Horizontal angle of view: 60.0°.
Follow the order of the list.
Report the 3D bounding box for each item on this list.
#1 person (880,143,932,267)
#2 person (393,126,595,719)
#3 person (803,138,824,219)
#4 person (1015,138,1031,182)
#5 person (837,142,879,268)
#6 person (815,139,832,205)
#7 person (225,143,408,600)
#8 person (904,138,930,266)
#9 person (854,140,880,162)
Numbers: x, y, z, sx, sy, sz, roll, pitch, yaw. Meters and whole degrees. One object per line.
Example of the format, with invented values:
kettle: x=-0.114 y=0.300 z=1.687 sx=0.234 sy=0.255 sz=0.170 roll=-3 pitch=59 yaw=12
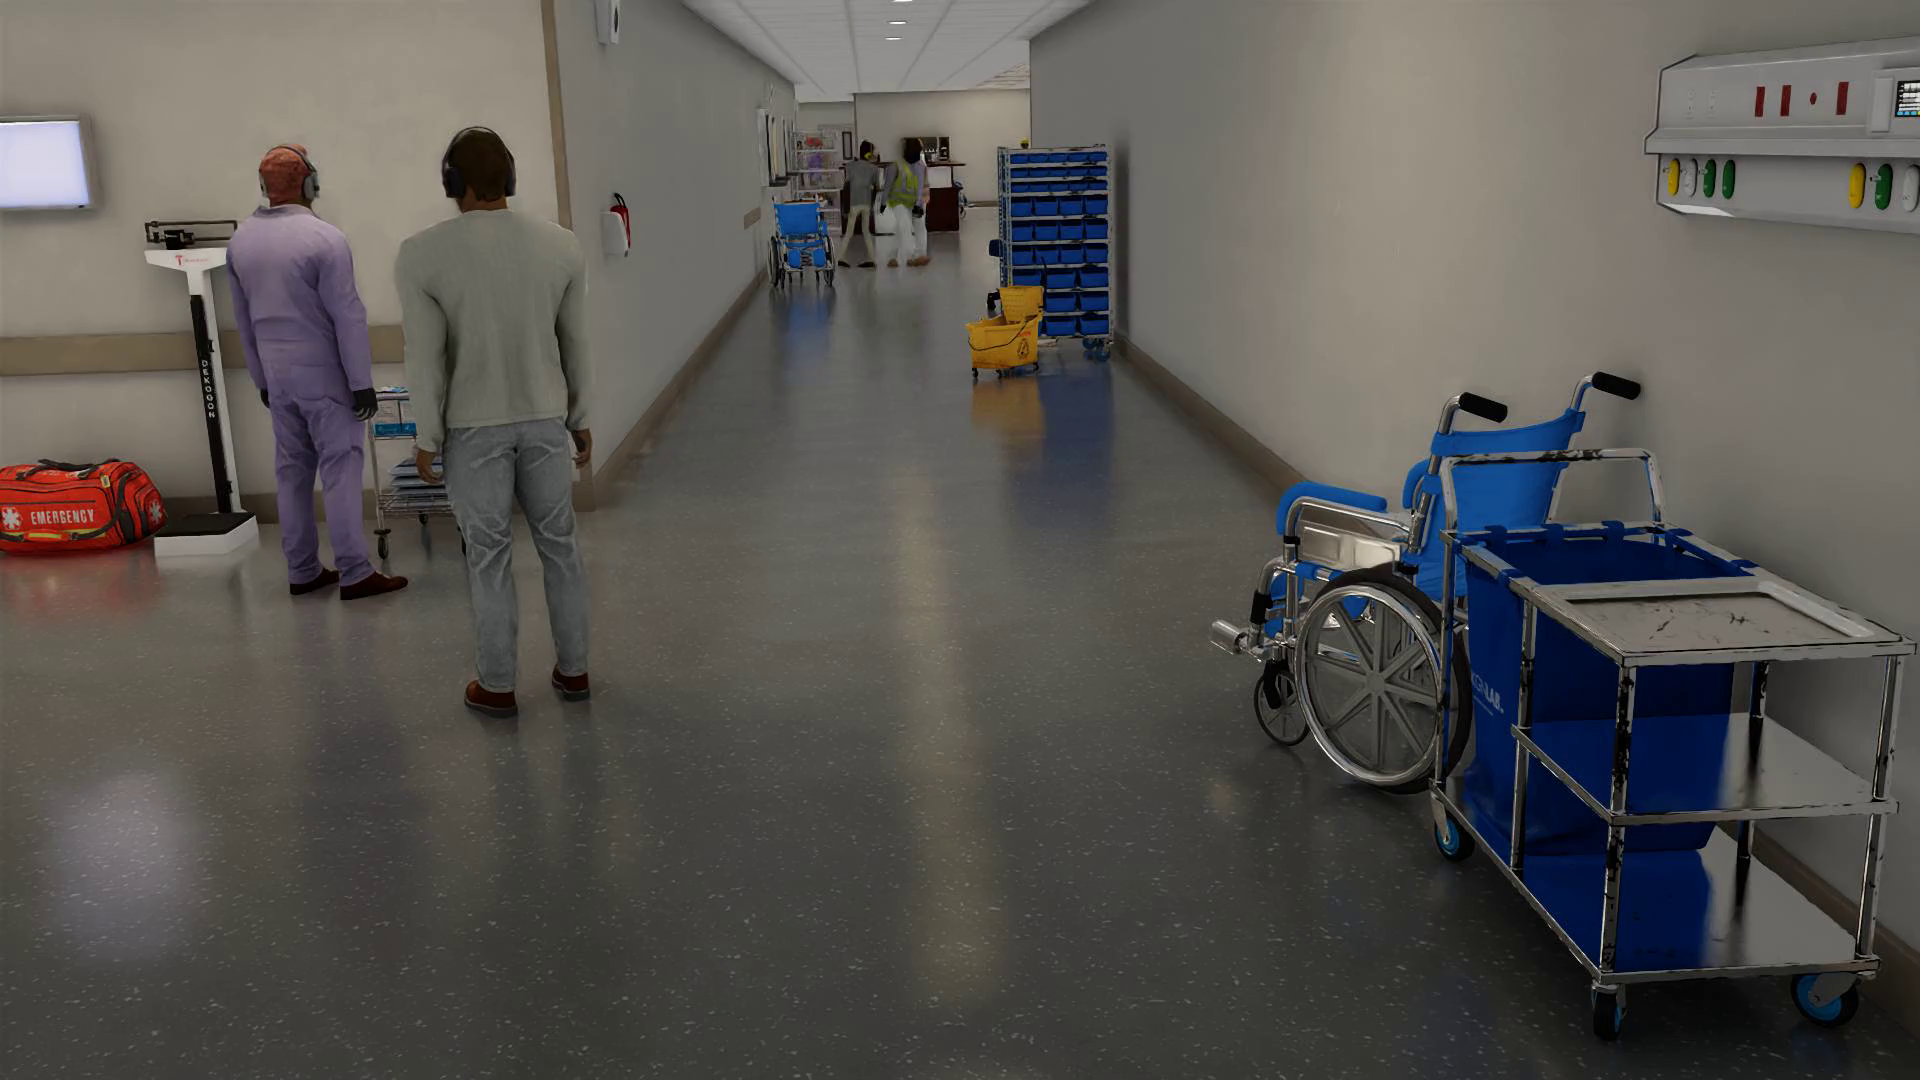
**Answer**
person: x=-0.765 y=-4.864 z=24.212 sx=0.906 sy=1.781 sz=0.693 roll=9 pitch=17 yaw=38
person: x=-1.506 y=-0.373 z=5.511 sx=0.631 sy=1.938 sz=0.369 roll=-10 pitch=16 yaw=-32
person: x=-3.517 y=-8.518 z=39.275 sx=0.663 sy=1.905 sz=0.538 roll=-13 pitch=18 yaw=-40
person: x=1.632 y=-9.092 z=41.349 sx=0.522 sy=1.763 sz=0.320 roll=3 pitch=15 yaw=19
person: x=-1.492 y=-4.851 z=24.186 sx=0.638 sy=1.820 sz=0.391 roll=-4 pitch=14 yaw=-11
person: x=-3.781 y=-10.020 z=45.565 sx=0.555 sy=1.890 sz=0.830 roll=4 pitch=15 yaw=23
person: x=-2.720 y=-0.696 z=7.037 sx=0.651 sy=1.911 sz=0.409 roll=5 pitch=15 yaw=25
person: x=-0.656 y=-4.970 z=24.507 sx=0.430 sy=1.845 sz=0.624 roll=-1 pitch=14 yaw=2
person: x=-2.212 y=-8.726 z=40.175 sx=0.659 sy=1.814 sz=0.641 roll=-2 pitch=14 yaw=-3
